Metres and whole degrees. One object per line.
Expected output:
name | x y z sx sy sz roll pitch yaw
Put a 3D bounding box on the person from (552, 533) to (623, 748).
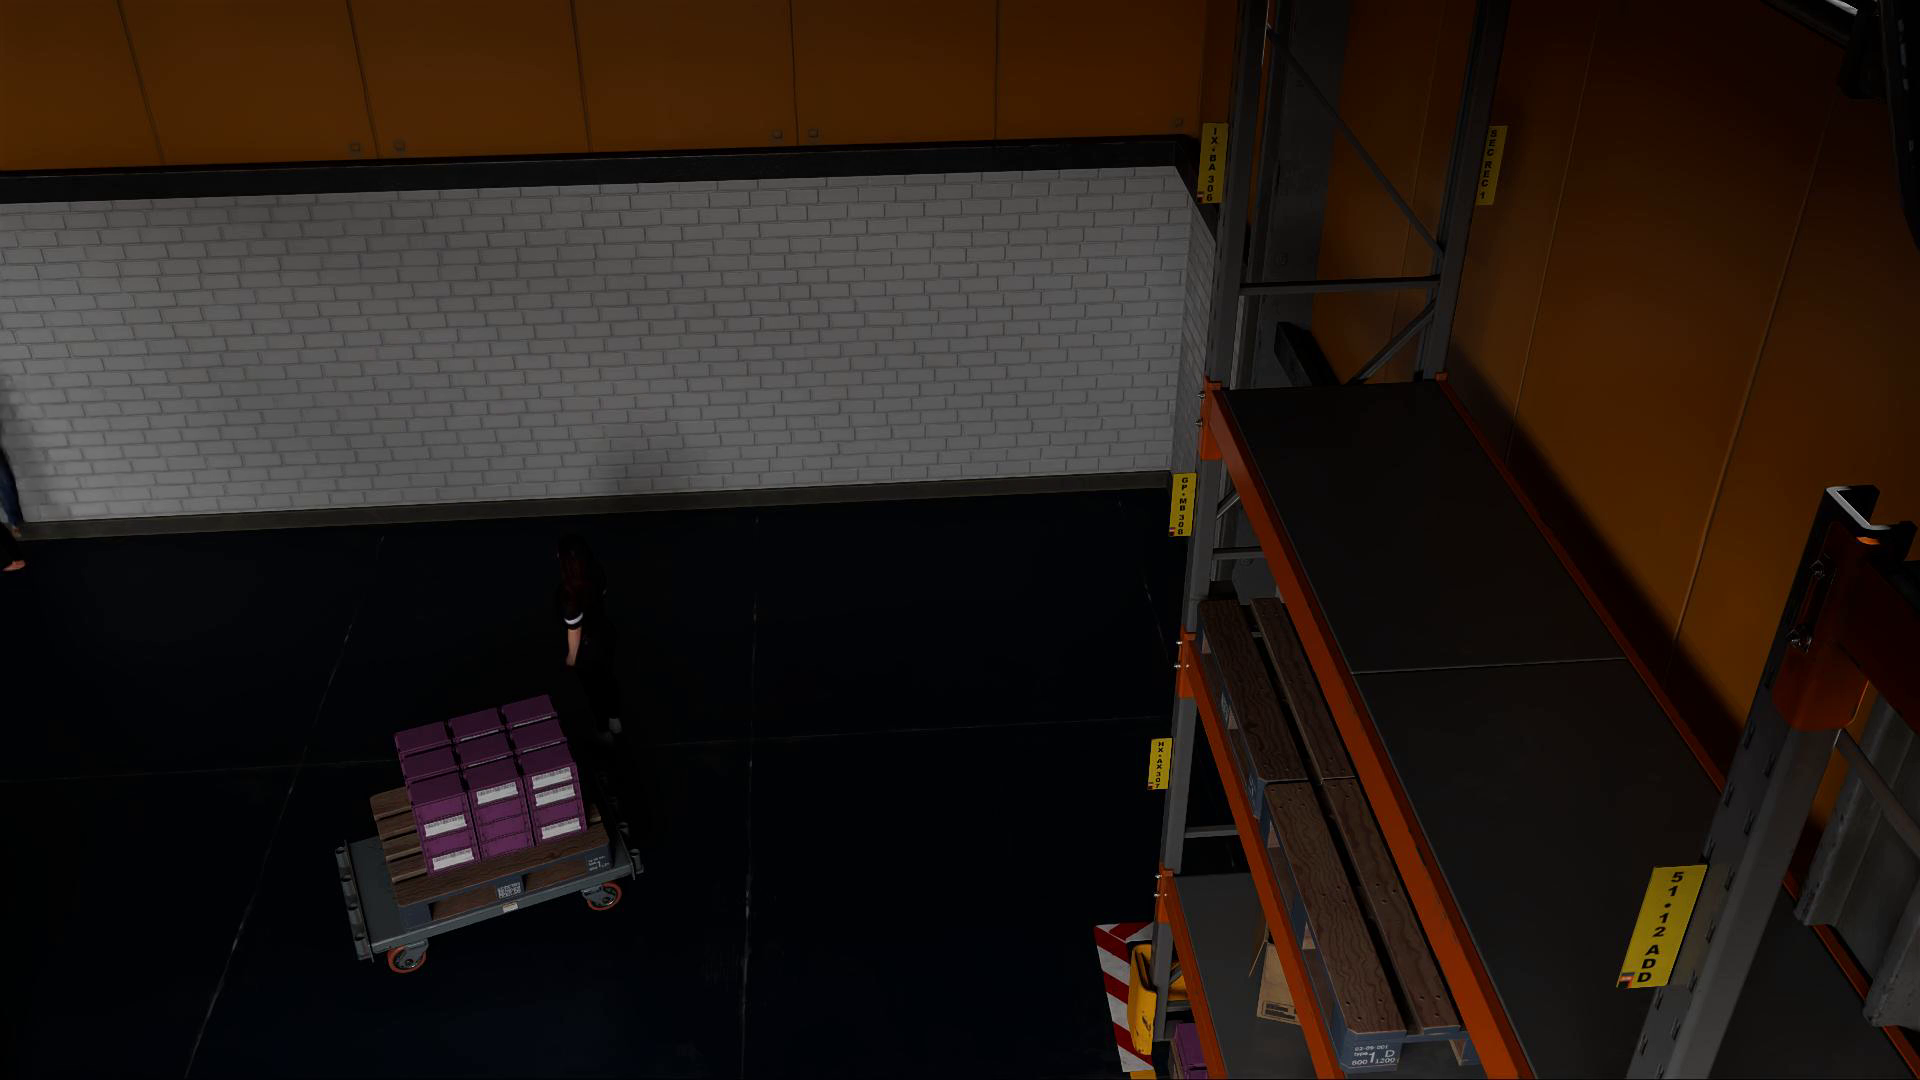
person | -2.423 0.652 10.894 0.751 1.639 0.644 10 35 15
